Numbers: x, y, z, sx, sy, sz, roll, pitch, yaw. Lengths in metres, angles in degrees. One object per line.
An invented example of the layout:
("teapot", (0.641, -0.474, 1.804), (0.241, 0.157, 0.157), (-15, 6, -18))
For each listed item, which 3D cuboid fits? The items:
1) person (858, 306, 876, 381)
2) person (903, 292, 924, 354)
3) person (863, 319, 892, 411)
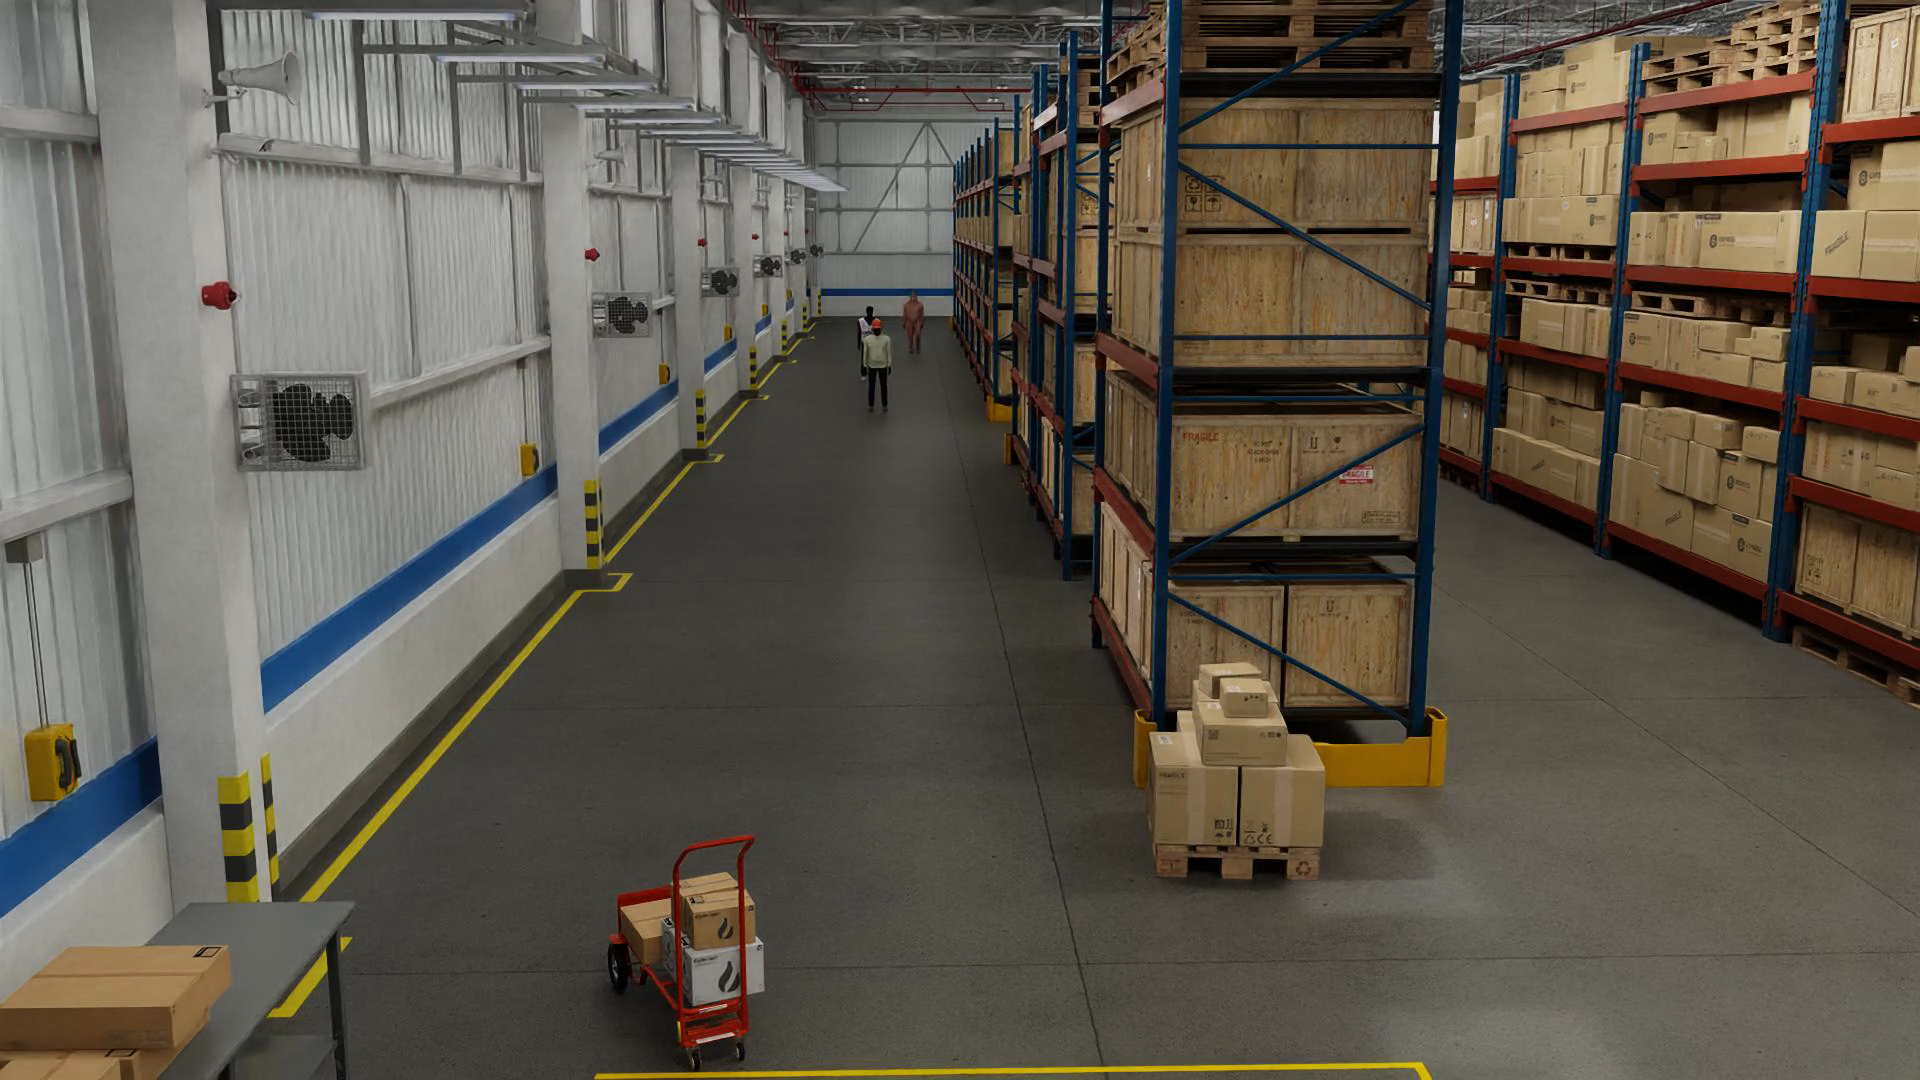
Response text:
("person", (-2.327, -5.038, 42.612), (0.598, 1.907, 0.406), (-2, 11, -9))
("person", (-1.433, -6.662, 51.112), (0.654, 1.885, 0.713), (0, 11, -2))
("person", (-1.771, -3.738, 35.635), (0.614, 1.988, 0.405), (-1, 11, -4))
